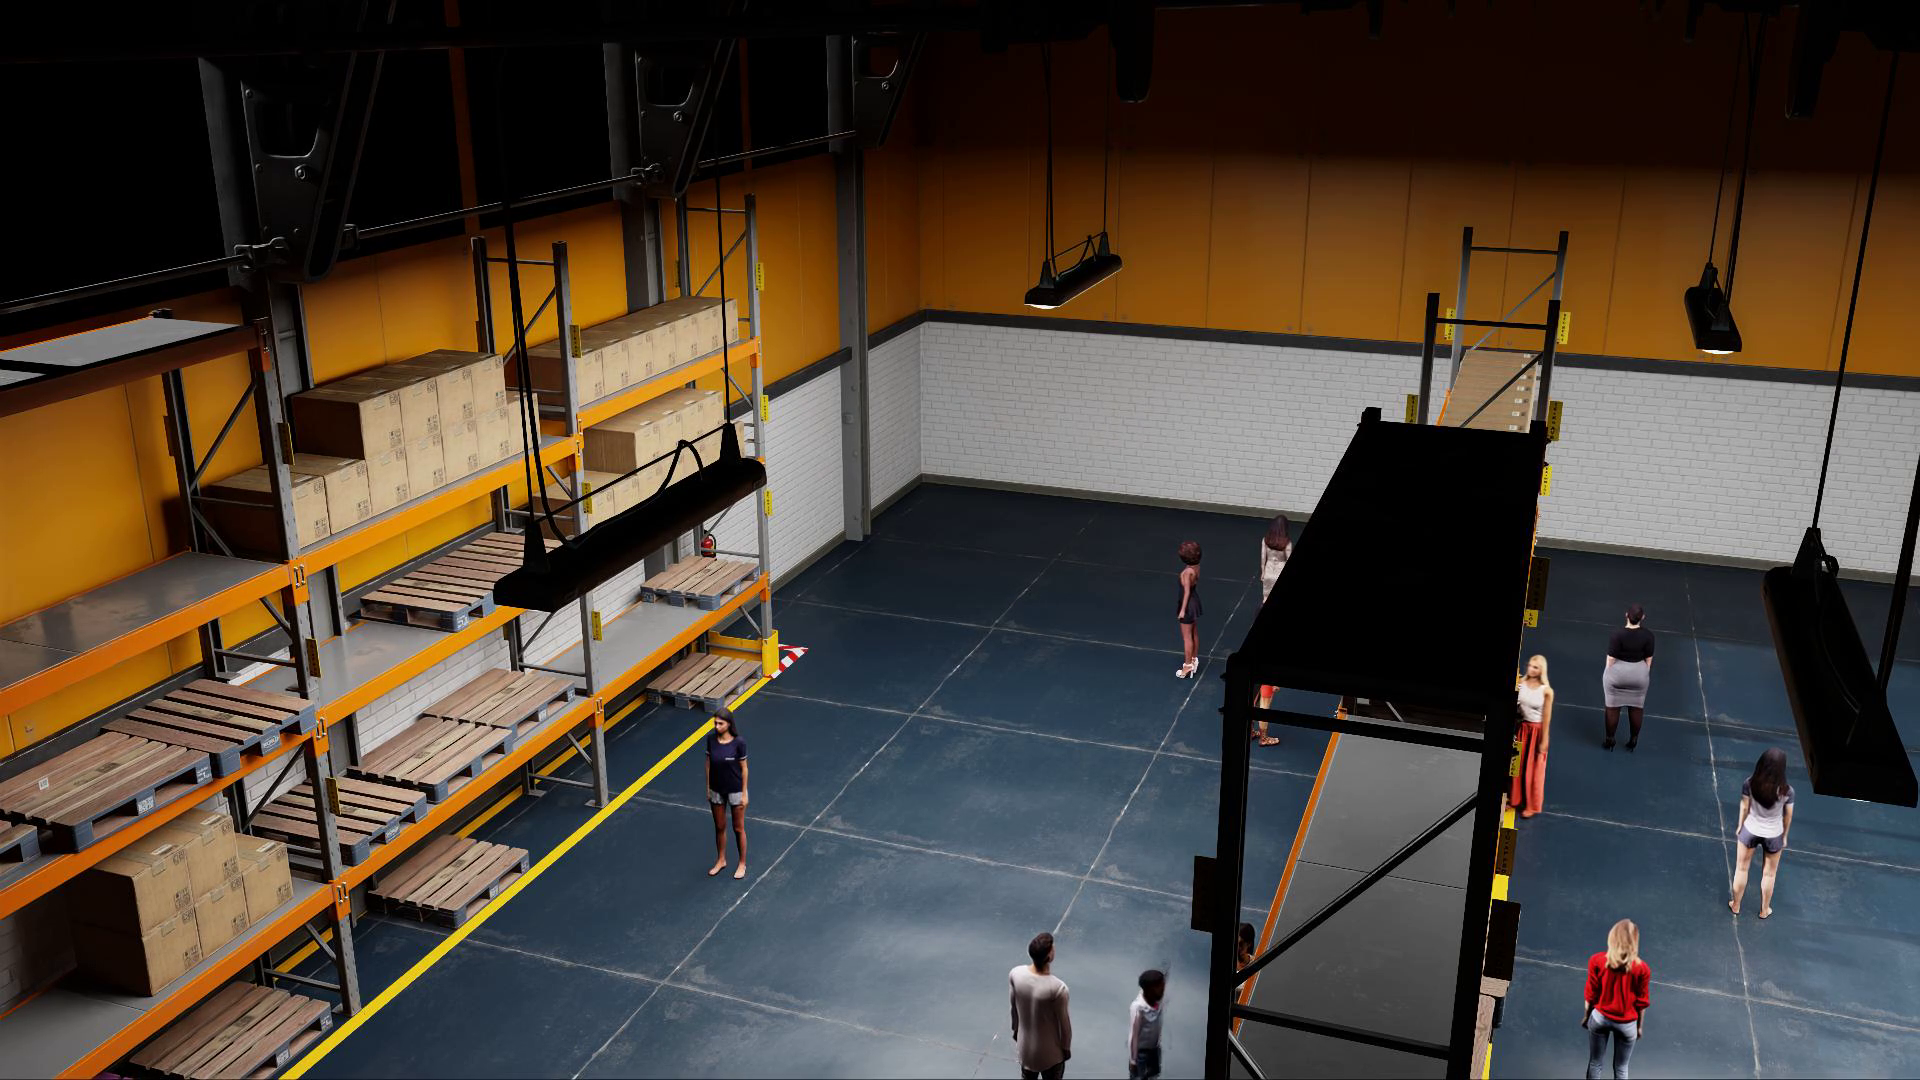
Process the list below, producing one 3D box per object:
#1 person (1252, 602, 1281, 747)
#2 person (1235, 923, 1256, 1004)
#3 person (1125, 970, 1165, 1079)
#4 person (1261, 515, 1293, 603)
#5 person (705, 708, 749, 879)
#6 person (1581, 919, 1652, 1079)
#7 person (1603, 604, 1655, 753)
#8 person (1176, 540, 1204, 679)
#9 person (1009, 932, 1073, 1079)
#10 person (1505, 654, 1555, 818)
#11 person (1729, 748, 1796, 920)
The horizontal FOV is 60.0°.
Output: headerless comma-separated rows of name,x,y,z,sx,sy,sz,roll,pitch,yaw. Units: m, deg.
person,3.462,1.519,19.005,0.704,1.719,0.669,-11,22,-30
person,2.119,3.666,12.744,0.570,1.646,0.525,7,20,21
person,1.419,3.849,12.826,0.709,1.248,0.788,-11,22,-30
person,4.181,0.504,21.977,0.633,1.747,0.581,12,22,31
person,-2.255,2.446,16.182,0.594,1.764,0.538,5,19,15
person,4.971,3.664,12.661,0.629,1.704,0.526,8,20,24
person,7.552,1.560,18.820,0.710,1.759,0.687,2,19,7
person,2.877,0.859,20.856,0.652,1.788,0.509,9,21,26
person,0.599,3.709,12.311,0.718,1.841,0.646,12,22,32
person,5.962,2.027,17.370,0.740,1.800,0.716,-16,24,-39
person,7.461,2.713,15.479,0.614,1.706,0.560,9,21,25
